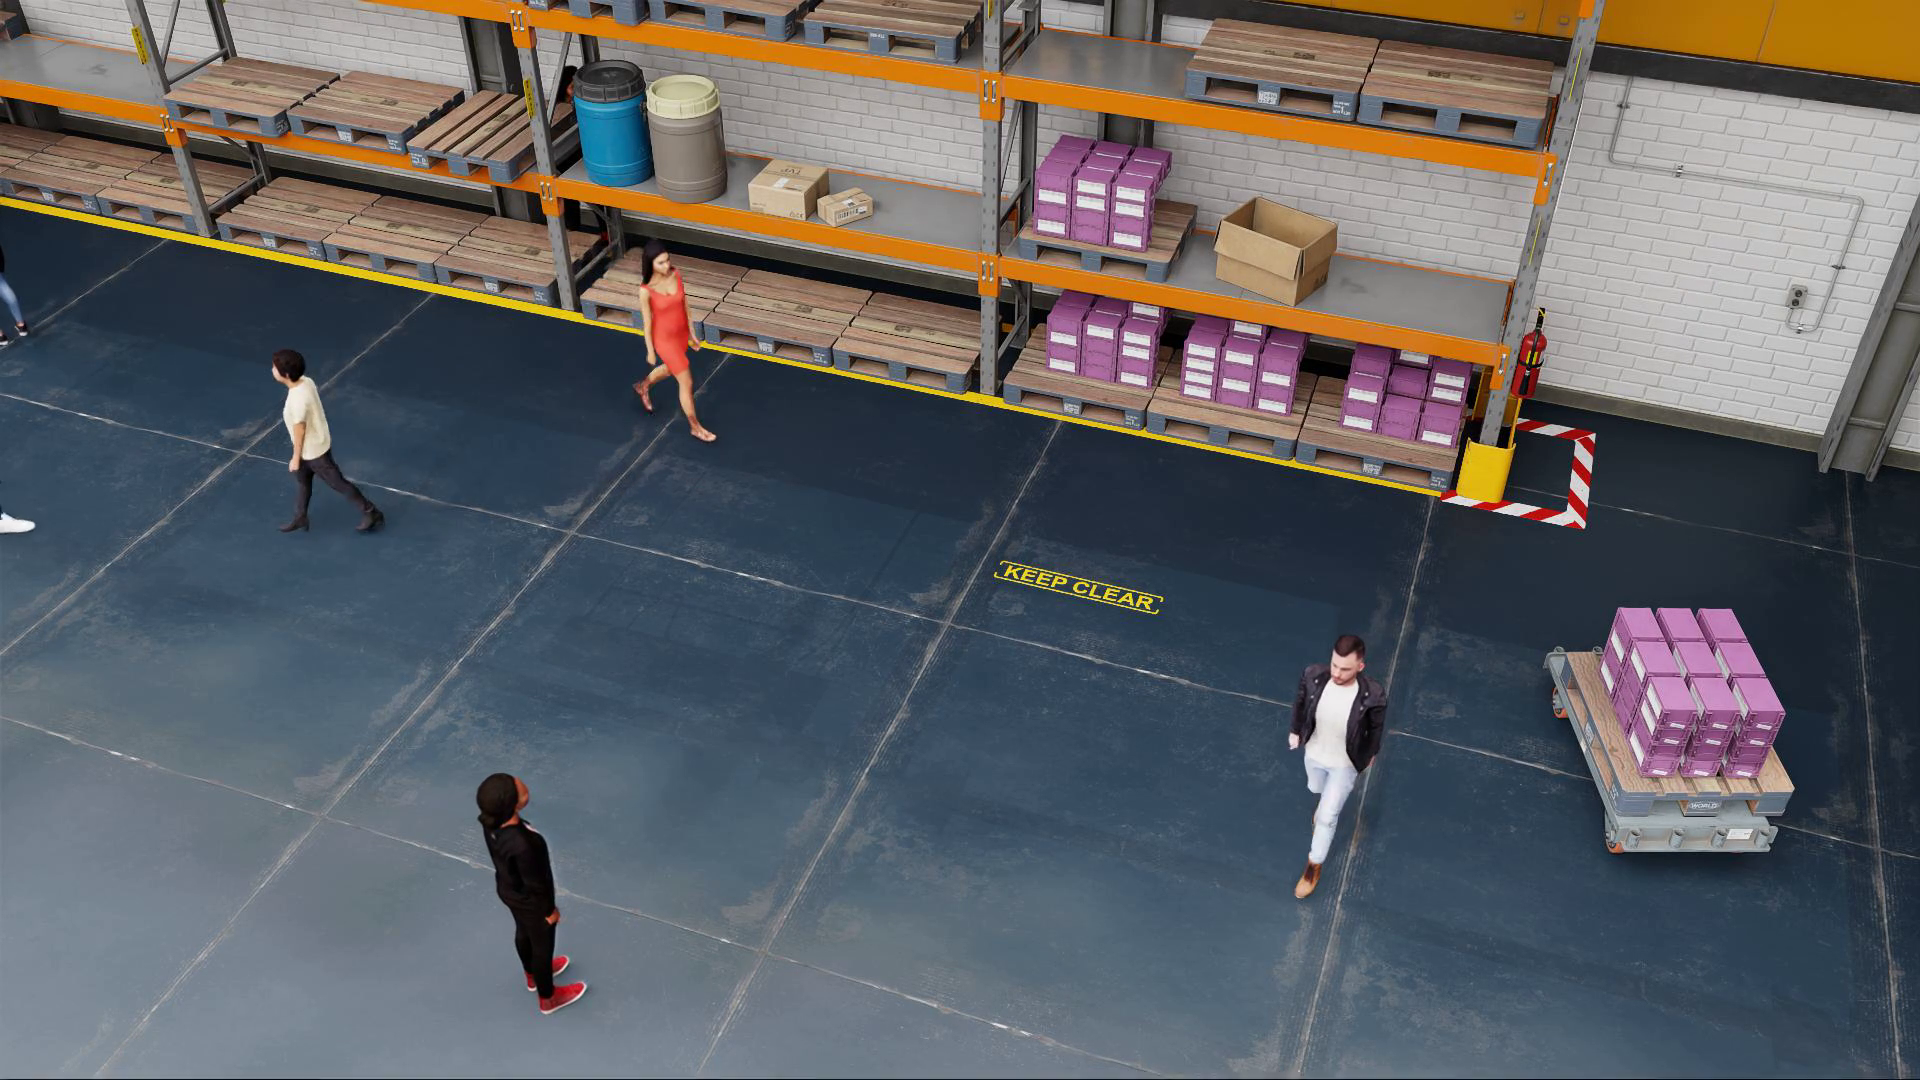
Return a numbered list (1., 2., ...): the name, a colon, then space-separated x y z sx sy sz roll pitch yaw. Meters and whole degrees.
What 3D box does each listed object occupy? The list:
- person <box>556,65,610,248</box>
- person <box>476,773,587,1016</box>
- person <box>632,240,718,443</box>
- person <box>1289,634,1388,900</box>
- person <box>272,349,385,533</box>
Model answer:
1. person: -3.498 -3.518 15.335 0.777 1.812 0.838 -16 41 -19
2. person: -2.281 1.853 8.721 0.737 1.673 0.632 -28 46 -30
3. person: -2.326 -1.584 13.020 1.164 1.680 0.721 21 43 24
4. person: 2.160 1.154 9.486 1.063 1.811 0.848 21 43 24
5. person: -4.570 -0.659 11.966 1.075 1.549 0.948 -10 40 -12
